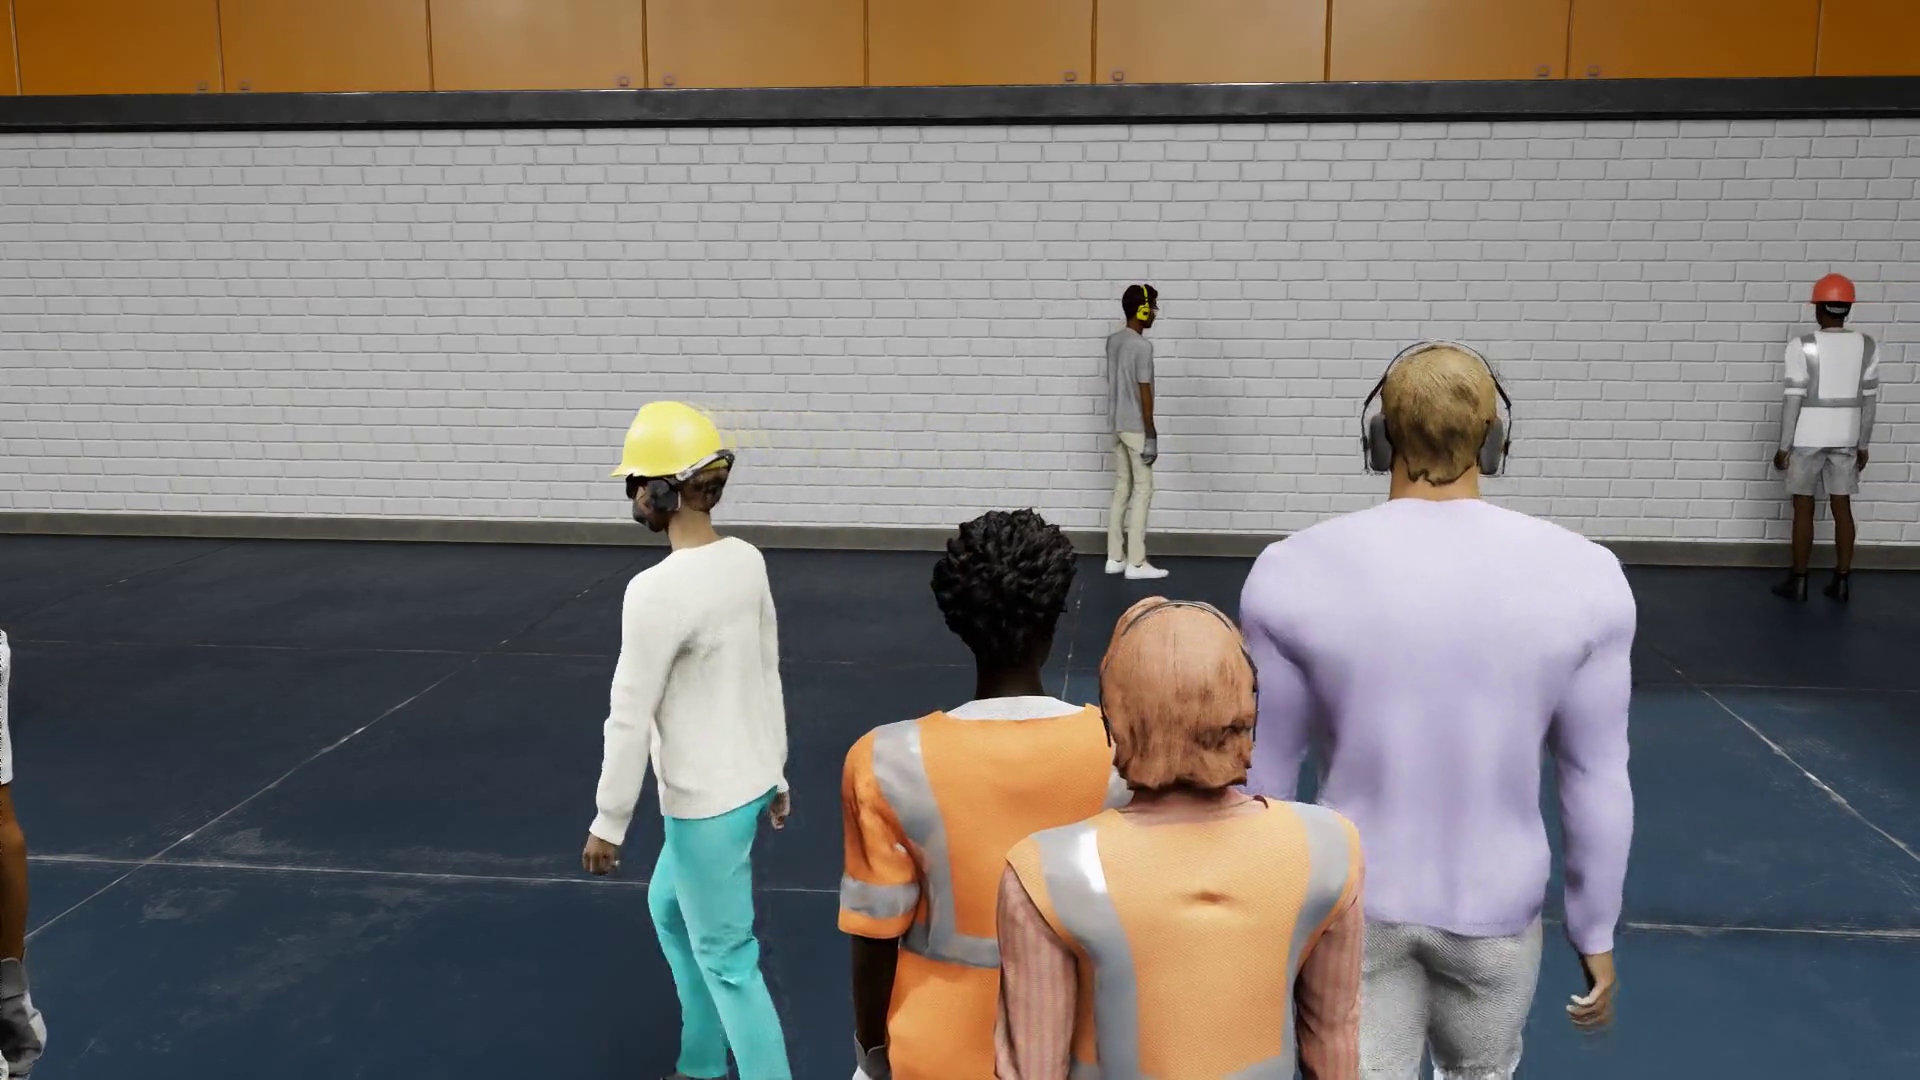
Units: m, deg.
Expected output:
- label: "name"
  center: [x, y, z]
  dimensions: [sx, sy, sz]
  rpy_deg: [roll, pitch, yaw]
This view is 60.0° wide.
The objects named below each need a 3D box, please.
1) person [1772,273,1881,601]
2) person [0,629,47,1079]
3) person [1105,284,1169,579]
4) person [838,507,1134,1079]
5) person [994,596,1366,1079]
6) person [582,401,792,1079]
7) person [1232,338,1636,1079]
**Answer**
- label: "person"
  center: [5.108, -0.602, 9.855]
  dimensions: [0.552, 1.935, 0.373]
  rpy_deg: [0, 10, 1]
- label: "person"
  center: [-1.578, 0.731, 2.415]
  dimensions: [0.333, 1.872, 0.515]
  rpy_deg: [4, 11, 20]
- label: "person"
  center: [1.103, -0.680, 10.541]
  dimensions: [0.343, 1.859, 0.519]
  rpy_deg: [-5, 11, -26]
- label: "person"
  center: [0.082, 0.796, 2.549]
  dimensions: [0.534, 1.692, 0.322]
  rpy_deg: [-1, 10, -7]
- label: "person"
  center: [0.284, 0.888, 2.186]
  dimensions: [0.523, 1.636, 0.310]
  rpy_deg: [-3, 10, -16]
- label: "person"
  center: [-0.622, 0.568, 3.724]
  dimensions: [0.646, 1.745, 0.526]
  rpy_deg: [3, 10, 15]
- label: "person"
  center: [0.791, 0.620, 2.883]
  dimensions: [0.656, 1.925, 0.432]
  rpy_deg: [2, 10, 11]
